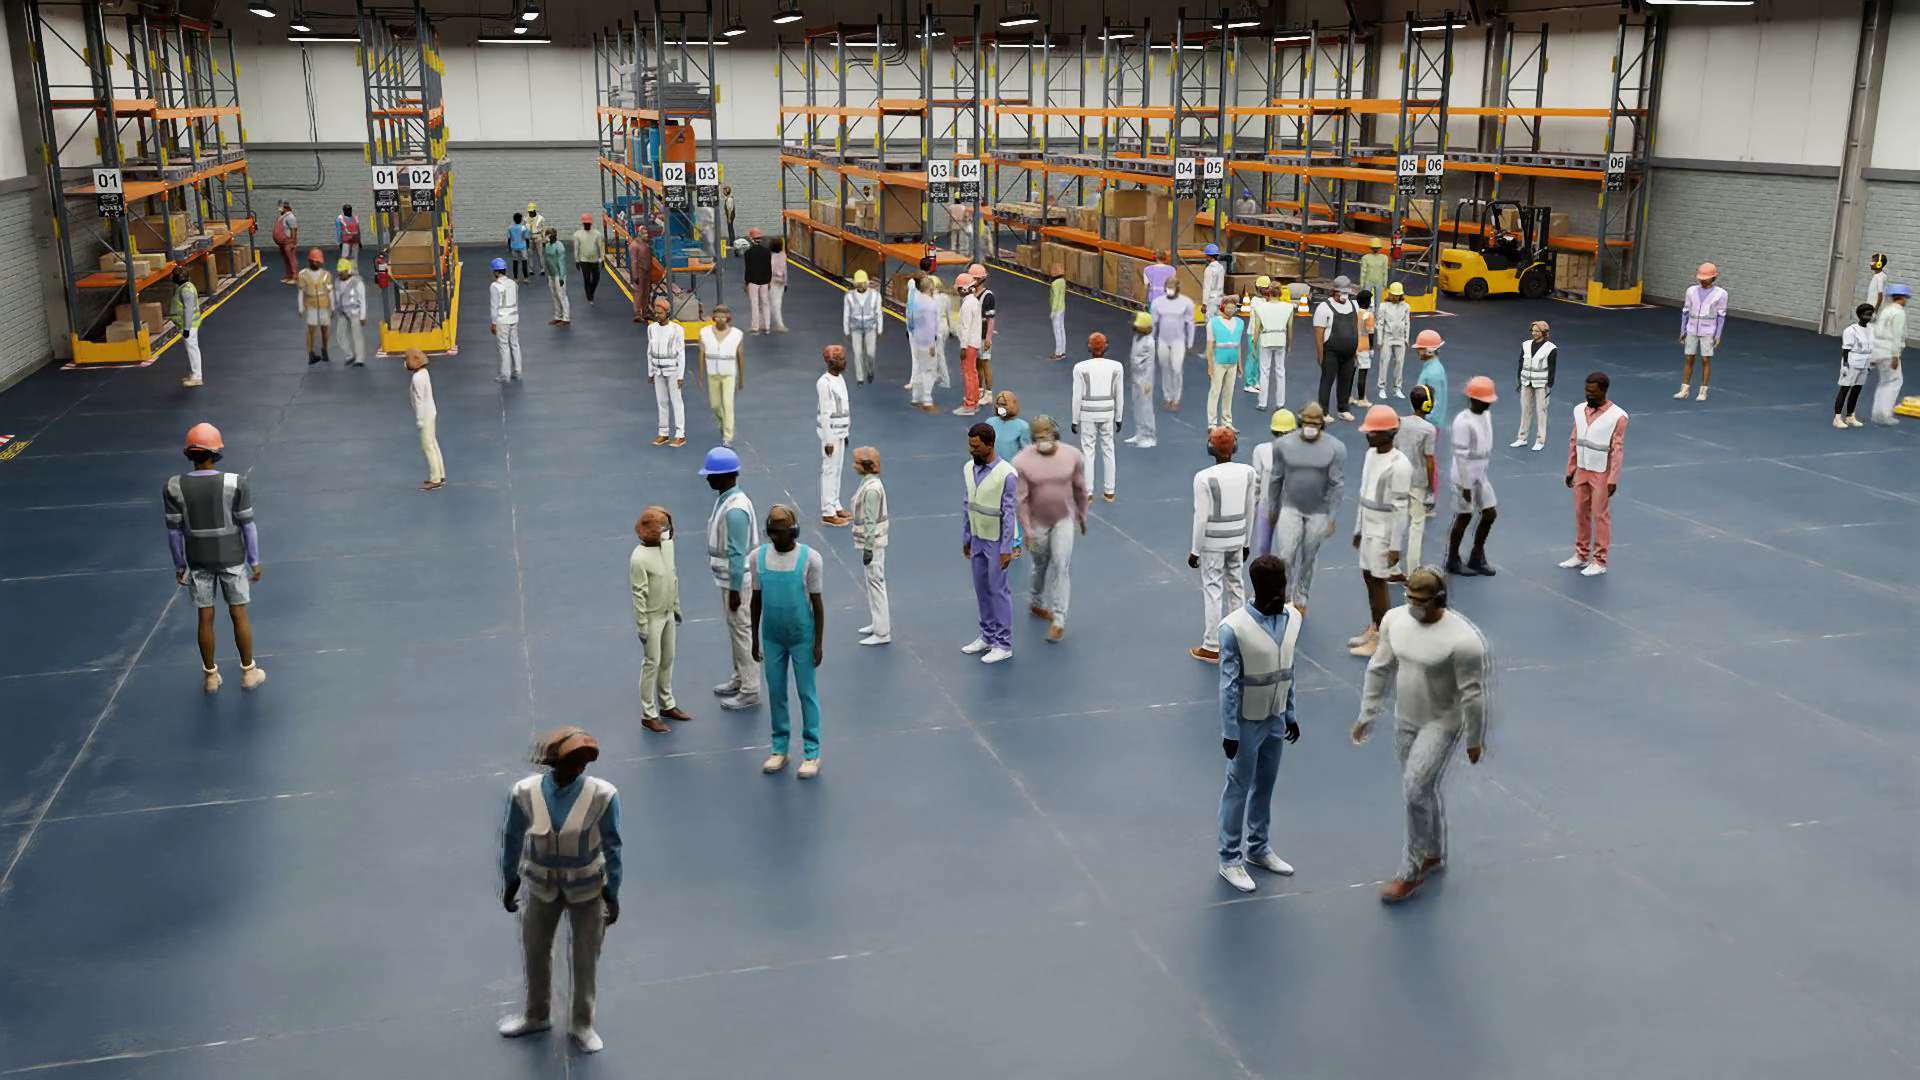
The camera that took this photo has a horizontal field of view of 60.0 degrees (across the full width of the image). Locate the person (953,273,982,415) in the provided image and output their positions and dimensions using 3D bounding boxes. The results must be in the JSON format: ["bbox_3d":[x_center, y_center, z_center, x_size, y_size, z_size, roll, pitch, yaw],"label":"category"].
[{"bbox_3d":[0.103,-2.756,23.429,0.413,1.982,0.625,3,15,11],"label":"person"}]

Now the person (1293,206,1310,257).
[{"bbox_3d":[8.839,-7.842,42.973,0.312,1.768,0.530,-11,18,-35],"label":"person"}]

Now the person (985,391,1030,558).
[{"bbox_3d":[0.440,-0.638,16.120,0.500,1.633,0.284,7,17,26],"label":"person"}]

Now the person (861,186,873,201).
[{"bbox_3d":[-2.722,-9.550,49.232,0.503,1.861,0.327,8,17,29],"label":"person"}]

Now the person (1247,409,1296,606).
[{"bbox_3d":[2.775,-0.274,14.501,0.532,1.765,0.330,5,16,20],"label":"person"}]

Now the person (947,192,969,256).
[{"bbox_3d":[-0.046,-8.332,44.561,0.609,1.909,0.442,2,15,7],"label":"person"}]

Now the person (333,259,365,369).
[{"bbox_3d":[-10.031,-3.704,27.305,0.623,1.811,0.483,5,16,18],"label":"person"}]

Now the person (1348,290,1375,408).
[{"bbox_3d":[5.768,-2.752,23.959,0.321,1.692,0.530,-8,17,-29],"label":"person"}]

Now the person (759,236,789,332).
[{"bbox_3d":[-3.599,-4.924,31.927,0.828,1.814,0.644,10,18,34],"label":"person"}]

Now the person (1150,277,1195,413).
[{"bbox_3d":[2.965,-2.765,23.604,0.644,1.908,0.865,5,16,20],"label":"person"}]

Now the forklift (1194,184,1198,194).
[{"bbox_3d":[7.392,-11.333,53.972,1.873,2.768,1.129,-4,15,-15],"label":"forklift"}]

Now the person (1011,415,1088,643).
[{"bbox_3d":[0.741,-0.147,13.813,0.655,1.891,0.899,0,15,-2],"label":"person"}]

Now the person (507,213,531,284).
[{"bbox_3d":[-10.587,-7.001,39.940,0.540,1.696,0.317,1,15,4],"label":"person"}]

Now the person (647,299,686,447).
[{"bbox_3d":[-3.754,-2.133,21.275,0.573,1.880,0.359,8,17,28],"label":"person"}]

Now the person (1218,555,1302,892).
[{"bbox_3d":[1.681,1.005,9.391,0.592,1.919,0.392,-12,19,-38],"label":"person"}]

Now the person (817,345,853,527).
[{"bbox_3d":[-1.282,-1.091,17.357,0.394,1.880,0.593,3,15,12],"label":"person"}]

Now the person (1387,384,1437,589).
[{"bbox_3d":[4.120,-0.486,15.094,0.325,1.871,0.516,-8,17,-28],"label":"person"}]

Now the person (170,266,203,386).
[{"bbox_3d":[-12.012,-3.325,25.831,0.429,1.844,0.627,-7,16,-24],"label":"person"}]

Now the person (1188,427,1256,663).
[{"bbox_3d":[2.054,0.041,13.090,0.574,1.881,0.358,-8,17,-28],"label":"person"}]

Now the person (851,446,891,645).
[{"bbox_3d":[-0.733,0.037,13.589,0.307,1.630,0.514,-2,15,-7],"label":"person"}]

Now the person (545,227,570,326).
[{"bbox_3d":[-7.906,-5.157,32.568,0.380,1.931,0.625,-12,19,-39],"label":"person"}]

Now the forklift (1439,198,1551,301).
[{"bbox_3d":[11.913,-6.508,37.130,2.313,2.155,1.214,-4,15,-15],"label":"forklift"}]

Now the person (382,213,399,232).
[{"bbox_3d":[-15.675,-8.768,46.102,0.635,1.949,0.785,1,15,3],"label":"person"}]

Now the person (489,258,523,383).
[{"bbox_3d":[-7.153,-3.446,26.113,0.413,1.939,0.601,6,16,20],"label":"person"}]

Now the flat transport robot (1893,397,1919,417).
[{"bbox_3d":[13.925,-1.908,23.510,1.431,0.197,0.652,-8,17,-26],"label":"flat transport robot"}]

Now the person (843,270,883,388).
[{"bbox_3d":[-1.500,-3.244,25.570,0.615,1.813,0.437,0,15,0],"label":"person"}]

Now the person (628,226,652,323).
[{"bbox_3d":[-6.316,-5.290,33.131,0.401,1.898,0.648,5,16,18],"label":"person"}]

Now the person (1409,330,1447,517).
[{"bbox_3d":[4.957,-1.243,17.704,0.400,1.989,0.623,3,15,12],"label":"person"}]

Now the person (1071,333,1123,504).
[{"bbox_3d":[1.506,-1.336,18.265,0.581,1.882,0.339,-3,15,-11],"label":"person"}]

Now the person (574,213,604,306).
[{"bbox_3d":[-7.992,-6.037,35.778,0.635,1.972,0.572,-6,16,-22],"label":"person"}]

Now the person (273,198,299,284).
[{"bbox_3d":[-16.175,-7.157,39.867,0.539,2.000,0.688,-14,20,-41],"label":"person"}]

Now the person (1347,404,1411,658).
[{"bbox_3d":[3.300,-0.071,13.208,0.388,2.042,0.623,-3,15,-11],"label":"person"}]

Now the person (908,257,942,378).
[{"bbox_3d":[-0.536,-3.526,26.433,0.593,1.922,0.391,5,16,18],"label":"person"}]

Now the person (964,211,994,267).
[{"bbox_3d":[0.437,-6.472,37.567,0.621,1.895,0.995,-7,16,-23],"label":"person"}]

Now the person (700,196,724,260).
[{"bbox_3d":[-6.703,-8.460,45.297,0.657,1.766,0.875,-13,19,-40],"label":"person"}]

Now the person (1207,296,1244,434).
[{"bbox_3d":[3.495,-2.316,22.023,0.567,1.847,0.389,-9,17,-29],"label":"person"}]

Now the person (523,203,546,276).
[{"bbox_3d":[-10.656,-7.517,41.647,0.598,1.824,0.403,2,15,8],"label":"person"}]
